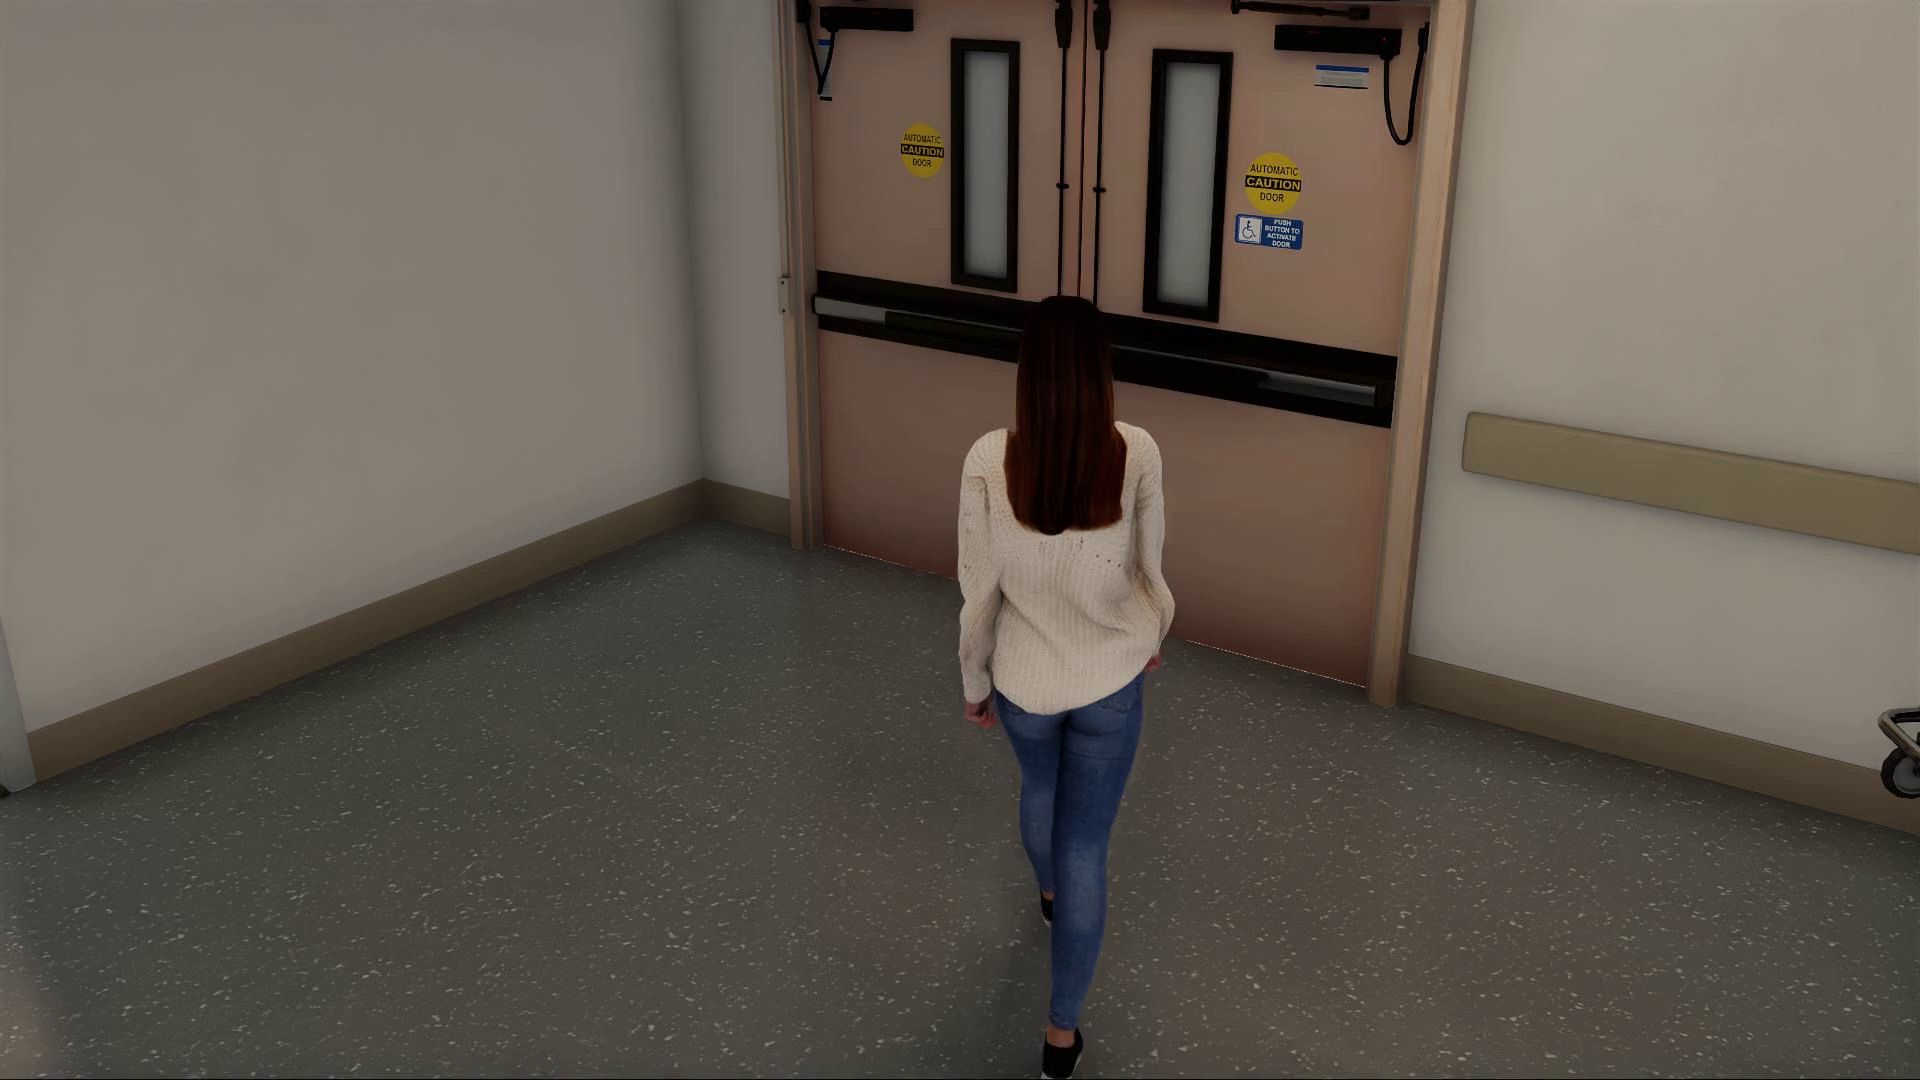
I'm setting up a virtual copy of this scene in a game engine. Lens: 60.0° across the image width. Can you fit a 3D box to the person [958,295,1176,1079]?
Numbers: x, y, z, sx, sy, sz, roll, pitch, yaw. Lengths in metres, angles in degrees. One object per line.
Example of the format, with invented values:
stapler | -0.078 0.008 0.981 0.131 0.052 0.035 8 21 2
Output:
person | 0.239 0.358 3.541 0.945 1.643 1.209 3 21 8
